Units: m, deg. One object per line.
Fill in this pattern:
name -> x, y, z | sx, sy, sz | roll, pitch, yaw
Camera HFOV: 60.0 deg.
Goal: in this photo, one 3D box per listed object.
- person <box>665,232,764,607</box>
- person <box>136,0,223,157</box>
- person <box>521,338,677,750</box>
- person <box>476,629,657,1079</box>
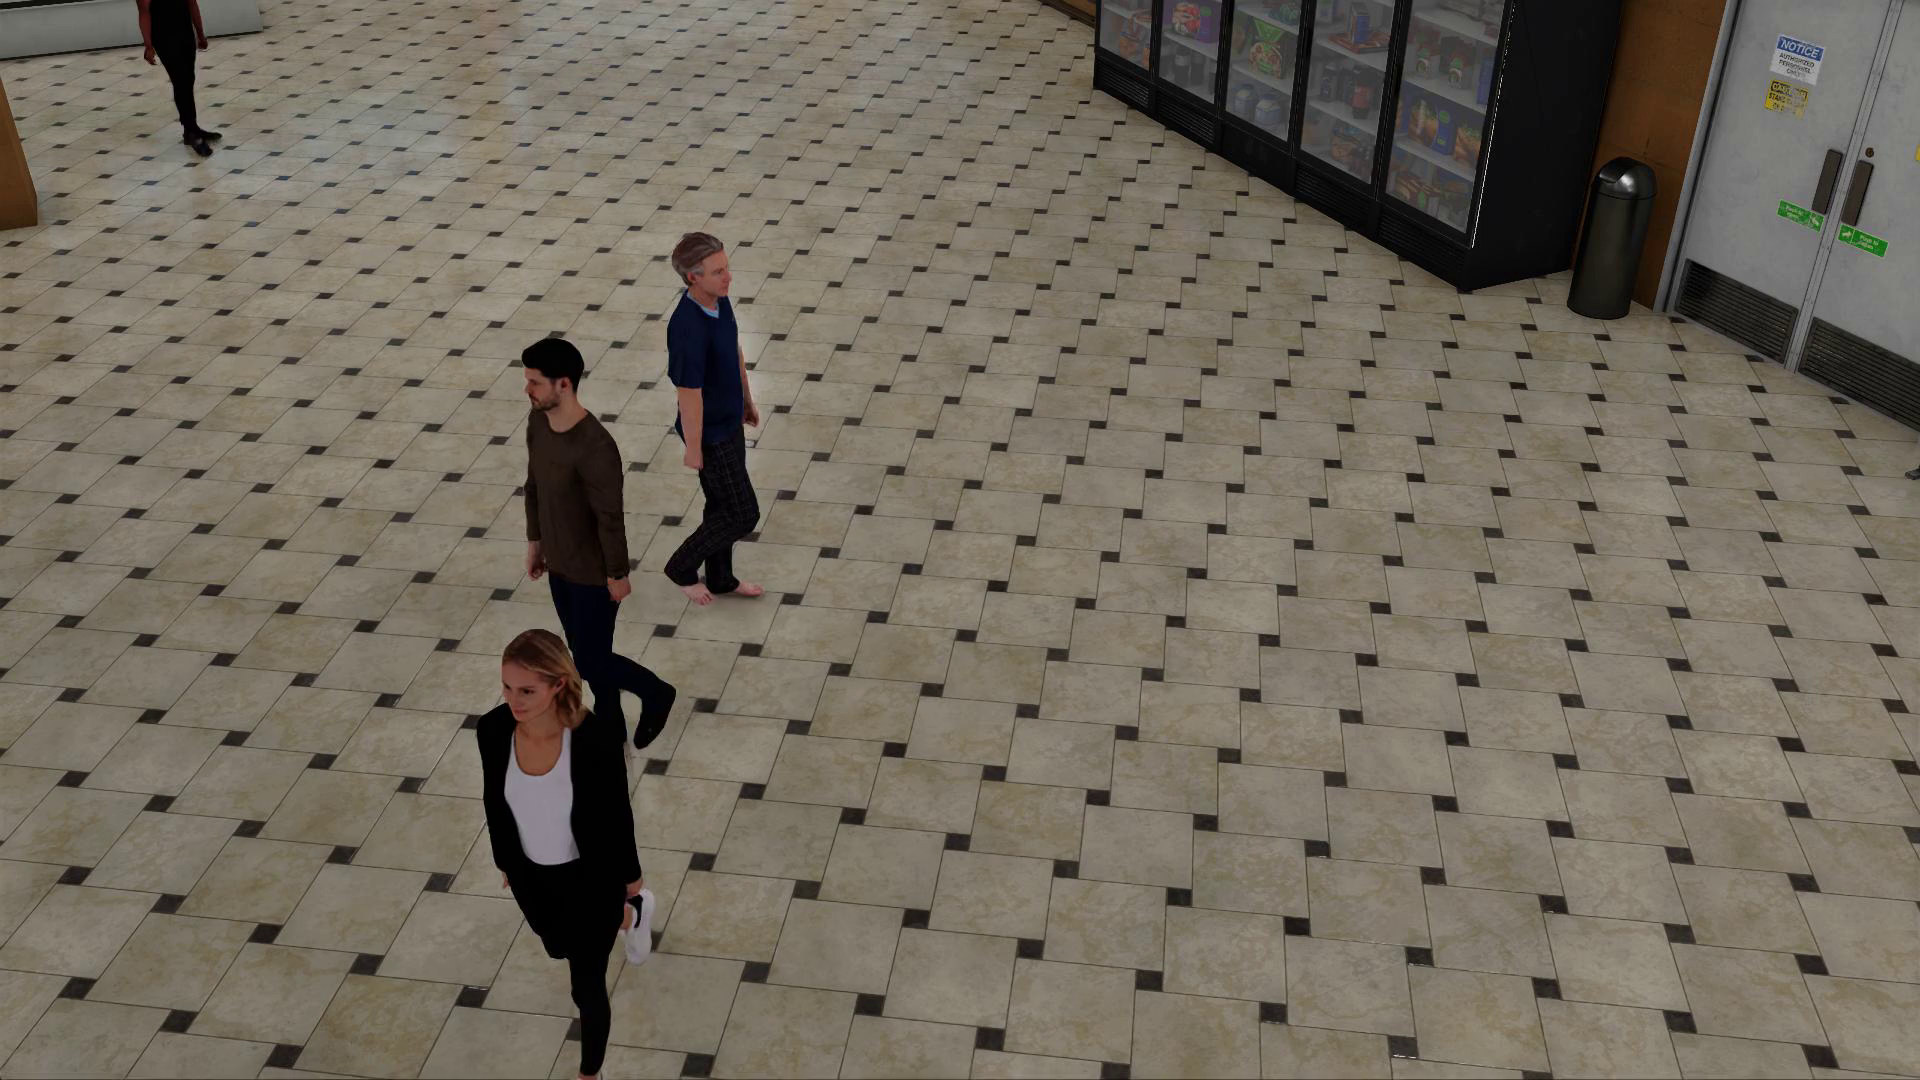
person -> -1.194, -0.495, 7.432 | 0.859, 1.856, 0.820 | 1, 32, 2
person -> -6.189, -3.923, 12.998 | 0.961, 1.797, 0.896 | 6, 32, 10
person -> -1.409, 0.046, 6.545 | 0.814, 1.875, 0.750 | -24, 39, -33
person -> -1.162, 0.980, 5.137 | 1.105, 1.777, 1.091 | 7, 33, 11
